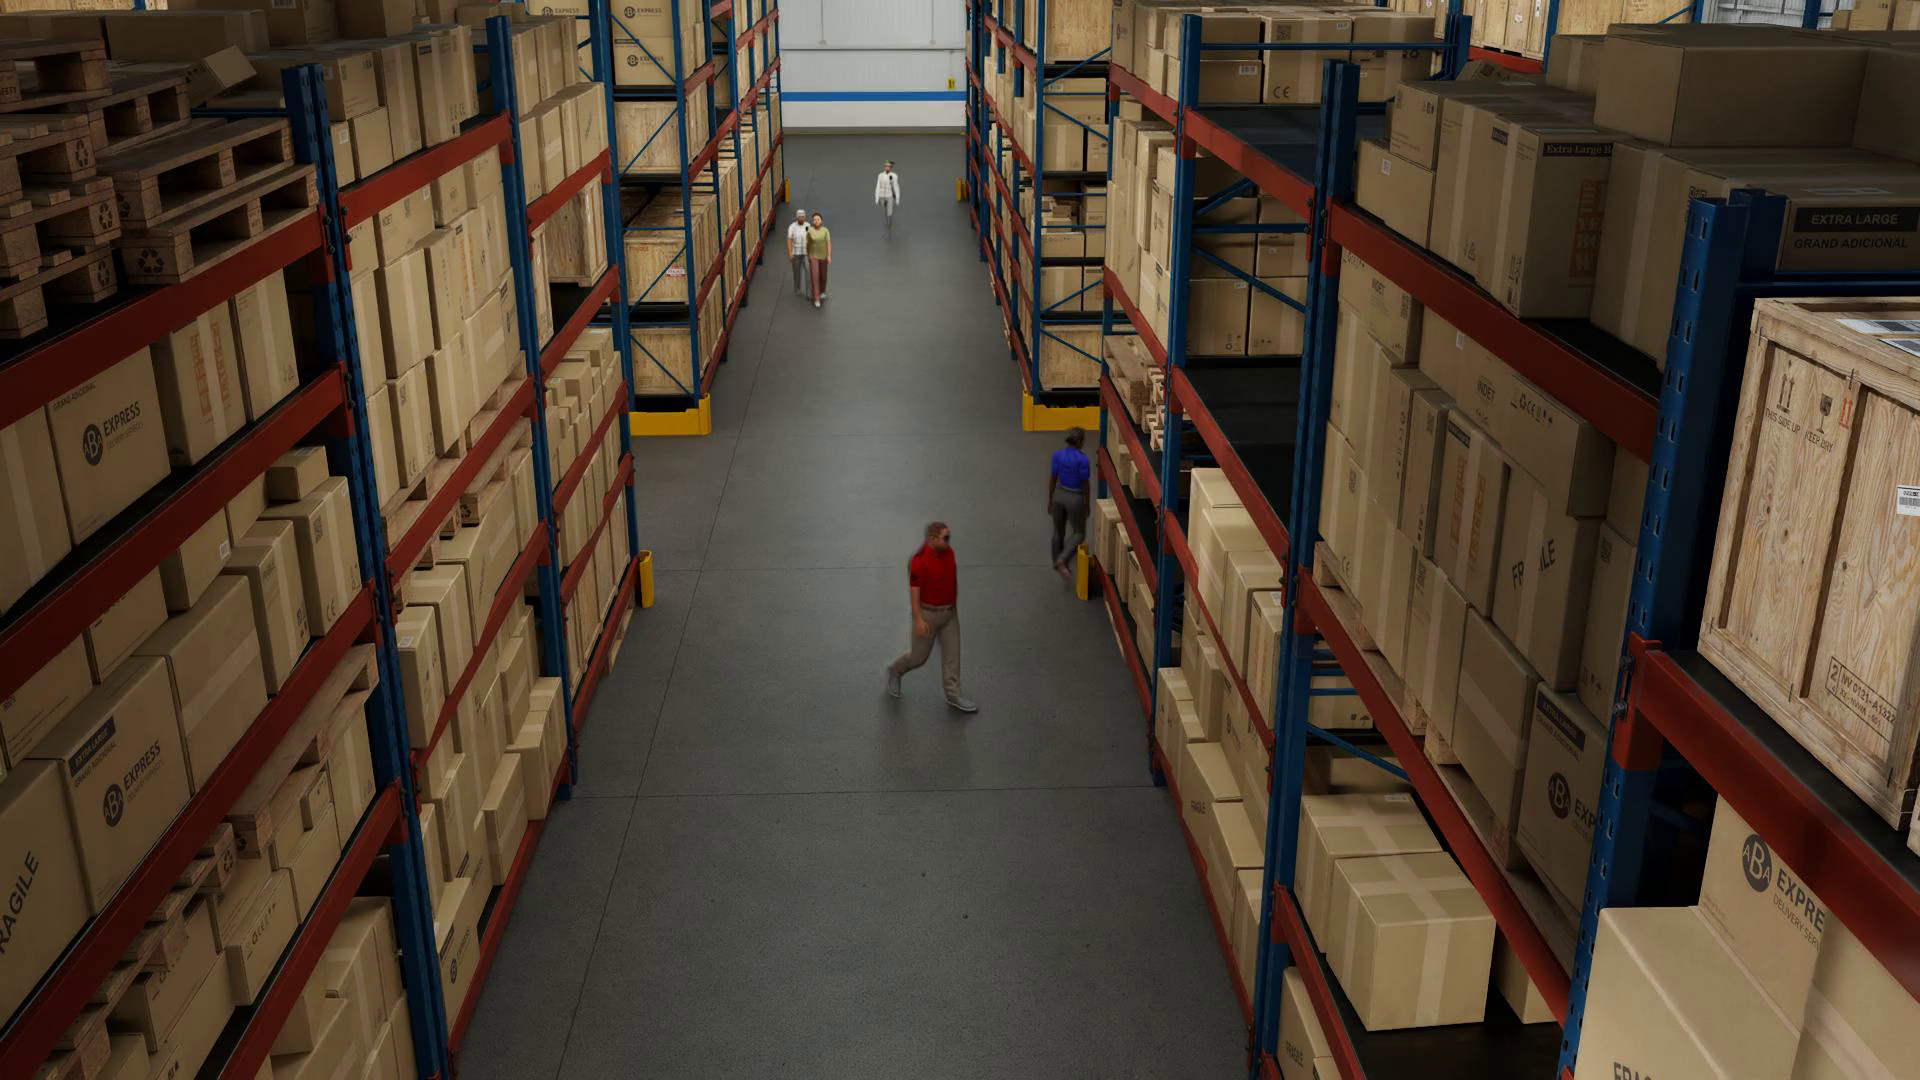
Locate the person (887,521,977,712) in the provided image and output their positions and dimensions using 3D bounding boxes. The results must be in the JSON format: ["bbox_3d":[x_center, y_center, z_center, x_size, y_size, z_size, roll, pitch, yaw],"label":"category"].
[{"bbox_3d":[-0.243,0.649,14.809,0.541,1.719,0.894,-19,28,-41],"label":"person"}]

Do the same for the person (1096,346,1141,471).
[{"bbox_3d":[2.117,-1.596,20.699,0.765,1.767,0.570,-12,24,-30],"label":"person"}]

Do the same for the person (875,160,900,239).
[{"bbox_3d":[-1.647,-7.535,36.750,0.519,1.674,0.682,7,22,18],"label":"person"}]

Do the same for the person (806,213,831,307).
[{"bbox_3d":[-2.586,-5.176,30.506,0.447,1.640,0.963,-4,21,-11],"label":"person"}]

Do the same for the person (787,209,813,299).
[{"bbox_3d":[-2.955,-5.319,30.908,0.501,1.622,0.970,-4,21,-10],"label":"person"}]

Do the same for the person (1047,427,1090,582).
[{"bbox_3d":[1.141,-0.383,17.696,0.472,1.652,0.693,11,23,27],"label":"person"}]
